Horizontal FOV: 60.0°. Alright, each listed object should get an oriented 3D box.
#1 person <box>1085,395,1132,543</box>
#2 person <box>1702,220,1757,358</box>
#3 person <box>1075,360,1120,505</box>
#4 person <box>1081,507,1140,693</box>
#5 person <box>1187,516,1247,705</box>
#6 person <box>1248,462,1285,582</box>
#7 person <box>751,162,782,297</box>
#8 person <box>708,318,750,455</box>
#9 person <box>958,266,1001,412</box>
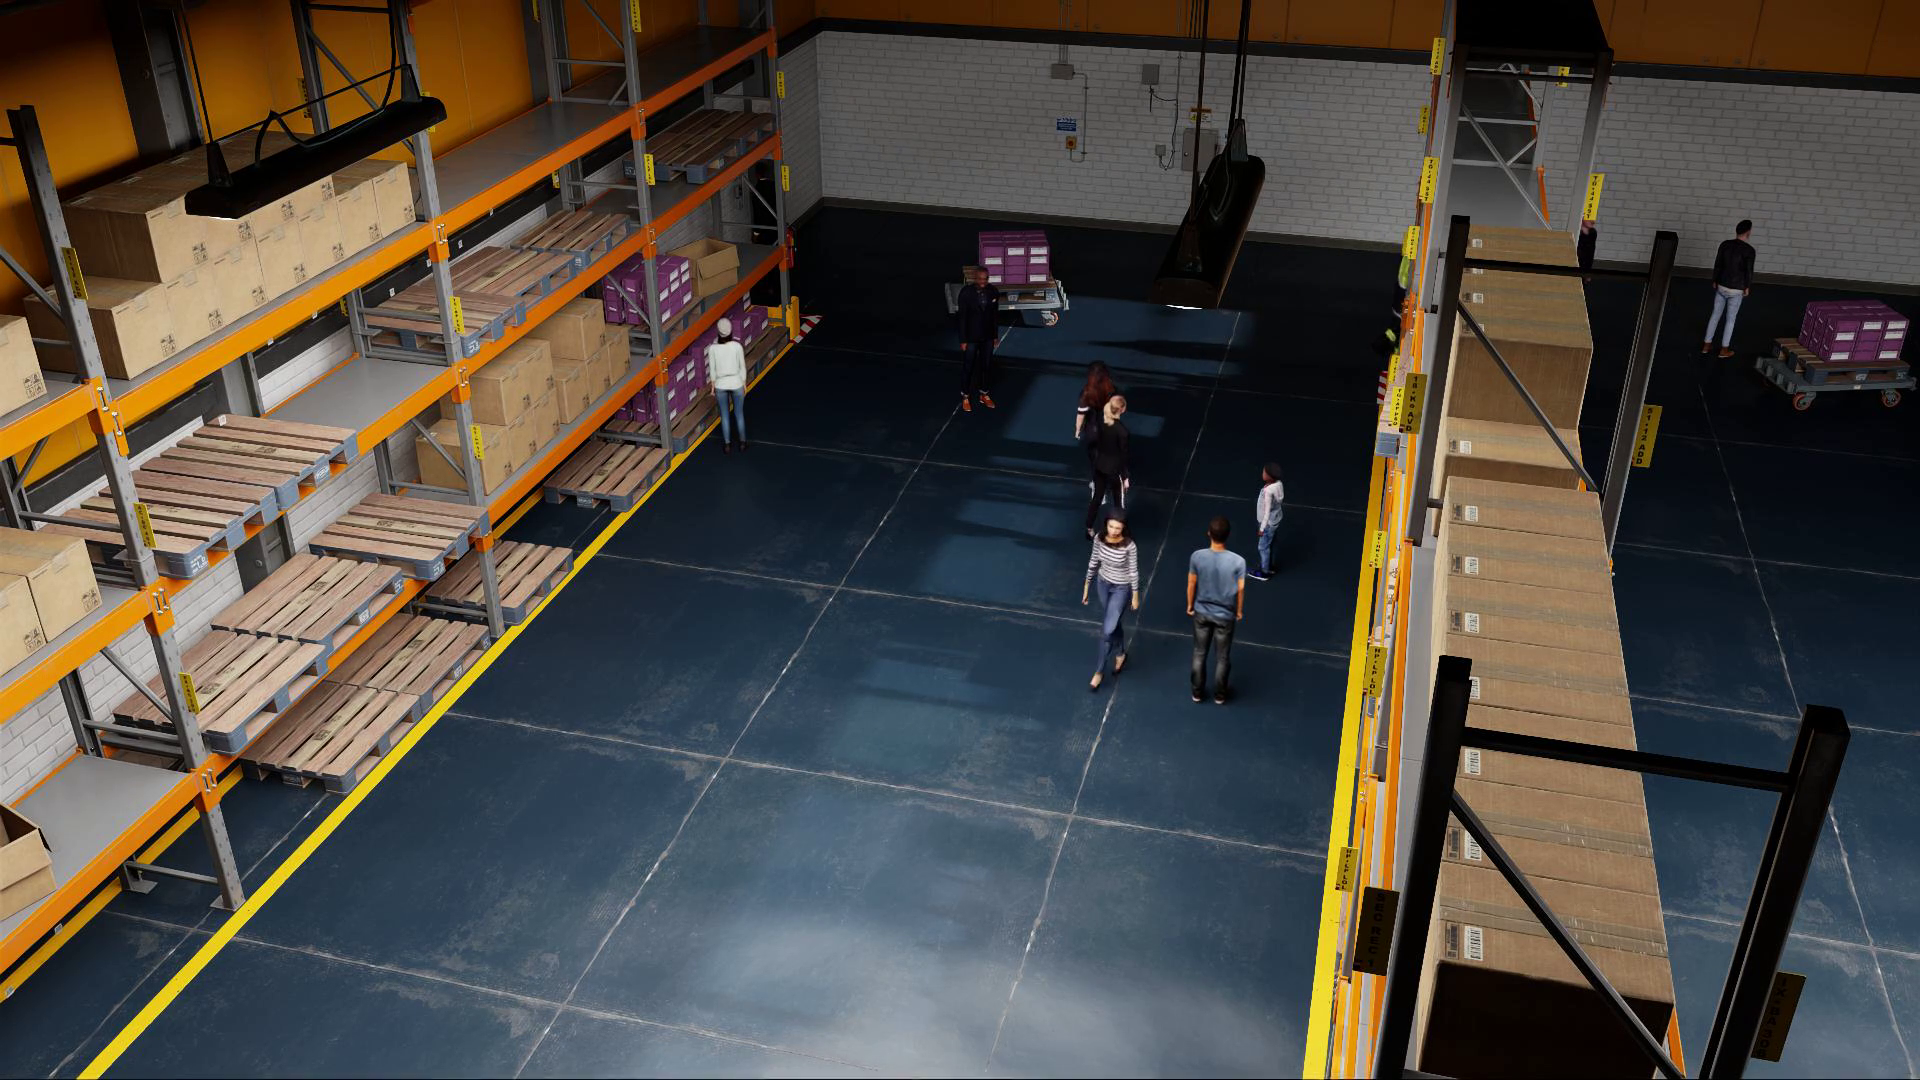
[{"bbox_3d":[1.556,-0.684,17.054,0.754,1.695,0.728,-23,36,-36],"label":"person"},{"bbox_3d":[10.039,-3.285,21.674,0.748,1.837,0.736,-22,36,-35],"label":"person"},{"bbox_3d":[1.518,-1.130,17.944,0.772,1.626,0.830,-9,30,-15],"label":"person"},{"bbox_3d":[1.428,0.458,14.891,0.820,1.762,0.962,20,35,32],"label":"person"},{"bbox_3d":[2.232,0.625,14.538,0.658,1.806,0.571,9,30,17],"label":"person"},{"bbox_3d":[3.094,-0.205,16.629,0.607,1.260,0.509,19,34,31],"label":"person"},{"bbox_3d":[-2.752,-4.452,23.743,0.858,1.904,0.729,25,37,37],"label":"person"},{"bbox_3d":[-2.655,-1.785,19.125,0.634,1.644,0.613,-3,29,-5],"label":"person"},{"bbox_3d":[0.226,-2.474,20.207,0.785,1.817,0.809,-10,30,-18],"label":"person"}]
